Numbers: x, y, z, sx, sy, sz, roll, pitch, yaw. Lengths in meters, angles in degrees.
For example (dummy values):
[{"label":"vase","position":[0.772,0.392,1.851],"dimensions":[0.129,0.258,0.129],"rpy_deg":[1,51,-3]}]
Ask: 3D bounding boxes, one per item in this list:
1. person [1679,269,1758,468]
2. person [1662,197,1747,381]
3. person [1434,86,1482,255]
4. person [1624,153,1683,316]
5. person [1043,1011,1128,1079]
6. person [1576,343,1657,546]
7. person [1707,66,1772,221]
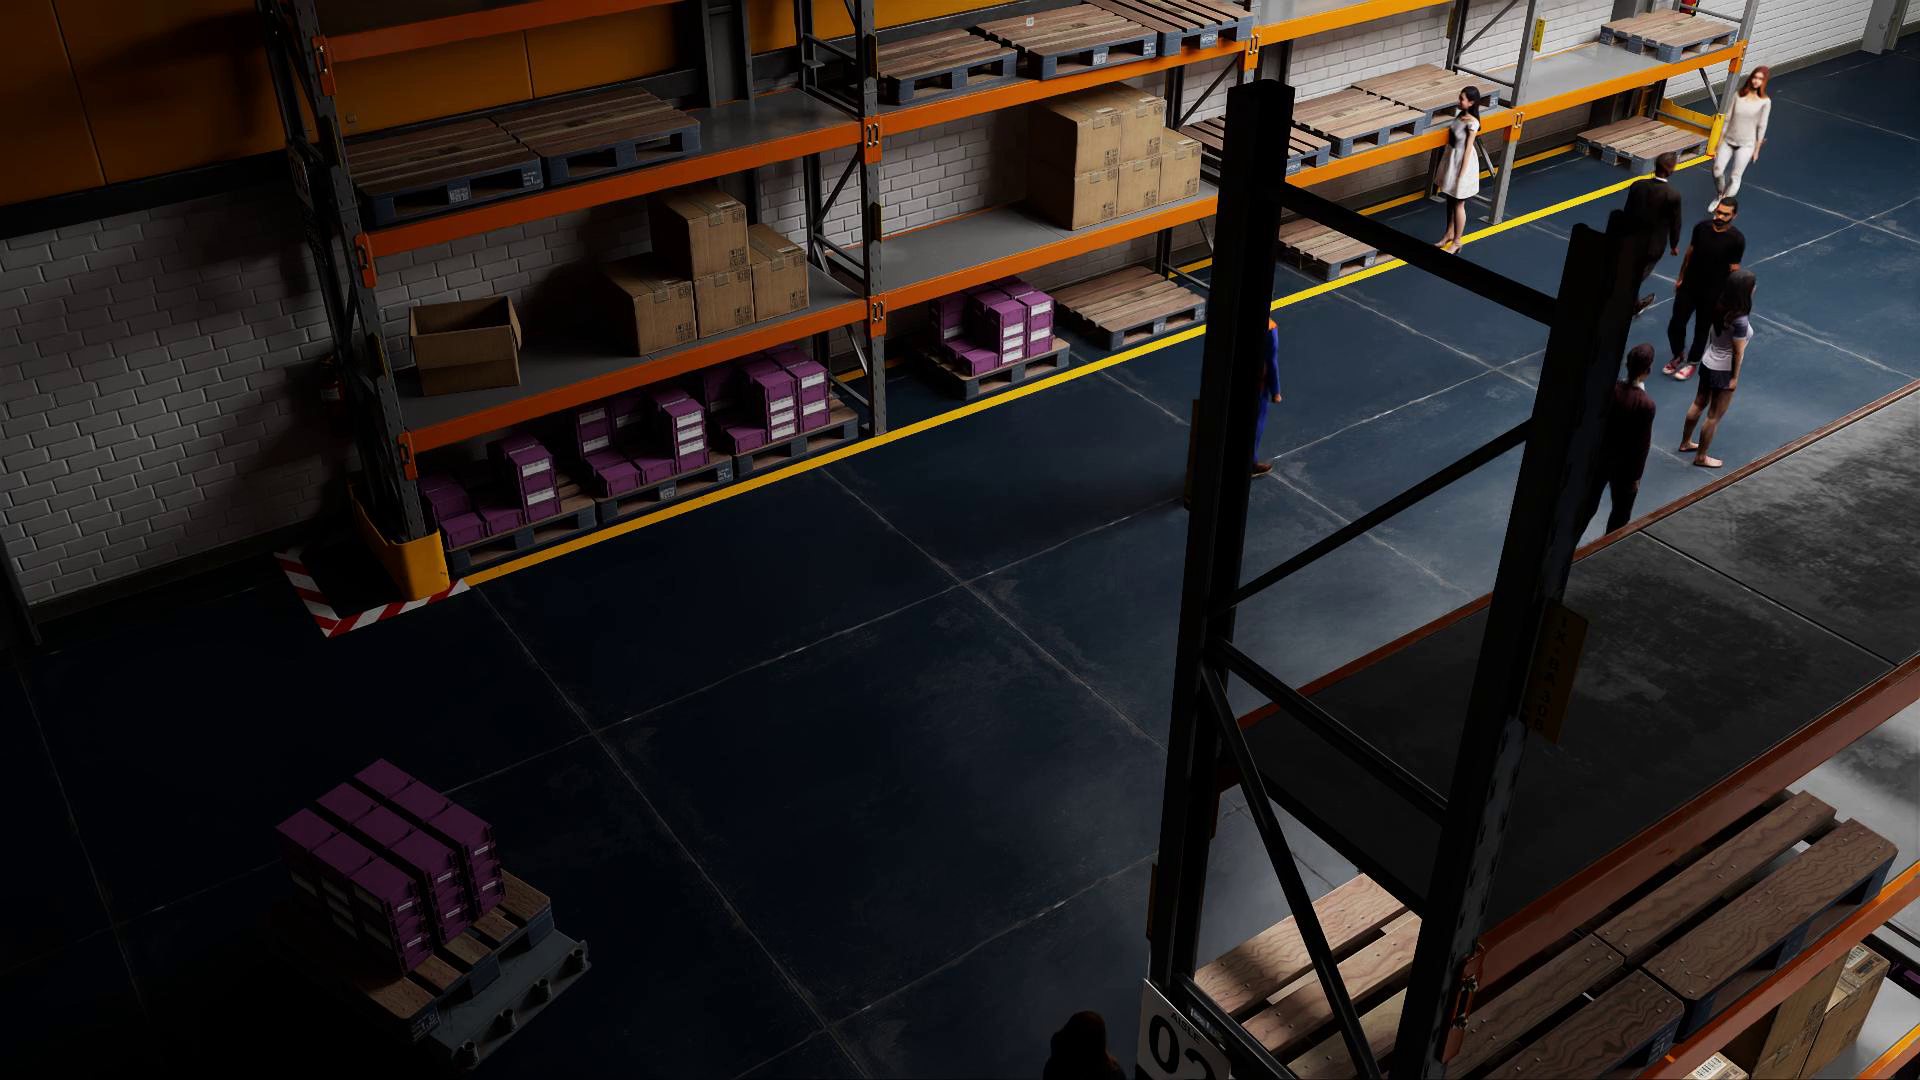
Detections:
[{"label":"person","position":[6.203,-1.421,13.558],"dimensions":[0.689,1.708,0.678],"rpy_deg":[-3,34,-5]},{"label":"person","position":[6.645,-2.260,14.782],"dimensions":[0.646,1.750,0.706],"rpy_deg":[-28,43,-36]},{"label":"person","position":[5.114,-3.787,17.063],"dimensions":[0.803,1.769,0.777],"rpy_deg":[-2,34,-3]},{"label":"person","position":[6.278,-2.663,15.384],"dimensions":[1.126,1.755,0.655],"rpy_deg":[-24,40,-31]},{"label":"person","position":[0.639,2.643,7.472],"dimensions":[0.973,1.677,0.674],"rpy_deg":[-27,42,-34]},{"label":"person","position":[4.715,-0.549,12.129],"dimensions":[1.012,1.838,0.727],"rpy_deg":[-24,40,-31]},{"label":"person","position":[8.387,-4.277,17.863],"dimensions":[0.702,1.699,0.736],"rpy_deg":[26,41,33]}]
